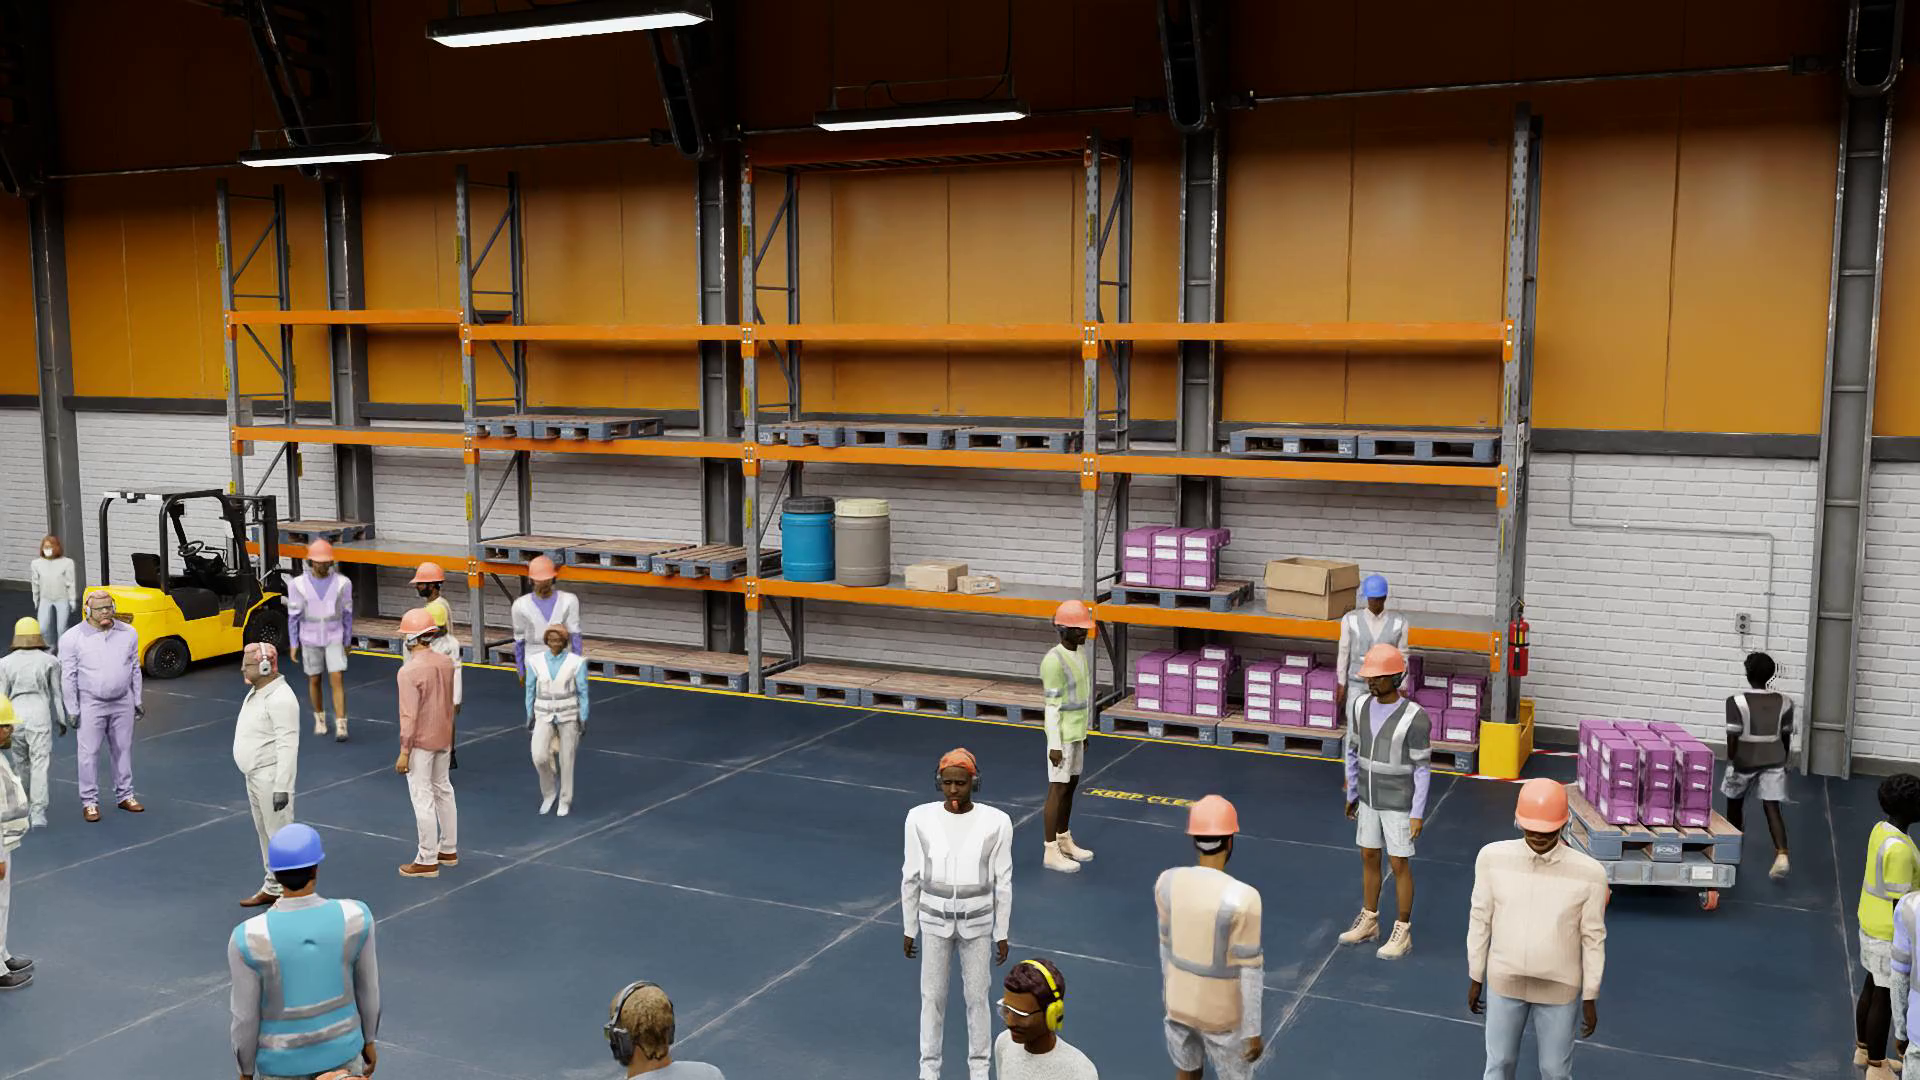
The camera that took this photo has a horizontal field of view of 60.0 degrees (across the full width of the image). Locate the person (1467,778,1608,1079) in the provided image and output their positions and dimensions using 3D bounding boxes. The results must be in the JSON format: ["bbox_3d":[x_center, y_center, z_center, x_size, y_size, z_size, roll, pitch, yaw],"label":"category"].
[{"bbox_3d":[2.657,2.065,7.714,0.608,1.988,0.387,3,8,25],"label":"person"}]

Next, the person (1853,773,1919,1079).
[{"bbox_3d":[4.961,2.072,8.846,0.316,1.697,0.541,2,7,18],"label":"person"}]

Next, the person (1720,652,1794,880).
[{"bbox_3d":[5.967,1.671,12.381,0.538,1.667,0.855,0,7,0],"label":"person"}]

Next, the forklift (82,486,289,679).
[{"bbox_3d":[-9.426,0.454,20.179,1.214,2.155,2.313,3,8,26],"label":"forklift"}]

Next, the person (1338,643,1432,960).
[{"bbox_3d":[2.722,1.674,10.719,0.393,2.041,0.613,-5,8,-35],"label":"person"}]

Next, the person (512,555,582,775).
[{"bbox_3d":[-3.804,1.124,15.356,0.629,2.024,0.648,-3,7,-20],"label":"person"}]

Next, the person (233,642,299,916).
[{"bbox_3d":[-4.791,1.648,11.487,0.408,1.906,0.652,-6,9,-39],"label":"person"}]

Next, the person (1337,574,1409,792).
[{"bbox_3d":[3.612,1.254,14.578,0.612,1.945,0.404,1,7,10],"label":"person"}]

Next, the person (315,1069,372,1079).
[{"bbox_3d":[-1.767,2.462,4.869,0.355,1.882,0.576,4,8,29],"label":"person"}]

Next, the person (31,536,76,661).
[{"bbox_3d":[-10.898,0.758,20.010,0.505,1.620,0.345,-2,7,-14],"label":"person"}]

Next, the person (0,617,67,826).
[{"bbox_3d":[-7.657,1.493,13.701,0.503,1.683,0.854,-3,7,-22],"label":"person"}]

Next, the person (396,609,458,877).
[{"bbox_3d":[-3.985,1.497,12.369,0.389,1.992,0.625,2,7,16],"label":"person"}]

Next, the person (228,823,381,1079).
[{"bbox_3d":[-2.772,2.165,7.060,0.606,1.944,0.403,-5,9,-36],"label":"person"}]

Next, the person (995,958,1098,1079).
[{"bbox_3d":[0.277,2.359,5.814,0.326,1.862,0.510,-6,9,-39],"label":"person"}]

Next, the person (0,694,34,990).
[{"bbox_3d":[-5.929,1.848,10.204,0.403,1.821,0.600,-4,8,-31],"label":"person"}]

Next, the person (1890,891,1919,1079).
[{"bbox_3d":[4.310,2.157,7.185,0.370,1.932,0.543,-4,8,-31],"label":"person"}]

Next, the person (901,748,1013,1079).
[{"bbox_3d":[-0.018,2.009,8.608,0.576,1.882,0.355,0,7,3],"label":"person"}]

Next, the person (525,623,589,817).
[{"bbox_3d":[-3.351,1.500,13.833,0.547,1.622,0.394,0,7,-1],"label":"person"}]

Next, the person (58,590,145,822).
[{"bbox_3d":[-7.110,1.363,13.846,0.410,1.908,0.642,6,9,39],"label":"person"}]

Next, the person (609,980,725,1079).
[{"bbox_3d":[-1.007,2.378,5.399,0.392,1.929,0.630,5,8,35],"label":"person"}]

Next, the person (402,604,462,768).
[{"bbox_3d":[-4.604,1.385,14.518,0.508,1.692,0.883,-2,7,-13],"label":"person"}]

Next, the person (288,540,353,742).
[{"bbox_3d":[-6.295,1.006,16.431,0.618,1.991,1.031,-3,8,-23],"label":"person"}]

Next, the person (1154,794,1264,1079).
[{"bbox_3d":[1.151,2.115,7.573,0.578,1.918,0.420,6,9,43],"label":"person"}]

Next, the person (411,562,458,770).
[{"bbox_3d":[-4.844,1.166,15.343,0.373,1.939,0.545,-3,7,-20],"label":"person"}]

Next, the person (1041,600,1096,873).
[{"bbox_3d":[0.837,1.456,12.513,0.385,2.041,0.615,3,8,25],"label":"person"}]
